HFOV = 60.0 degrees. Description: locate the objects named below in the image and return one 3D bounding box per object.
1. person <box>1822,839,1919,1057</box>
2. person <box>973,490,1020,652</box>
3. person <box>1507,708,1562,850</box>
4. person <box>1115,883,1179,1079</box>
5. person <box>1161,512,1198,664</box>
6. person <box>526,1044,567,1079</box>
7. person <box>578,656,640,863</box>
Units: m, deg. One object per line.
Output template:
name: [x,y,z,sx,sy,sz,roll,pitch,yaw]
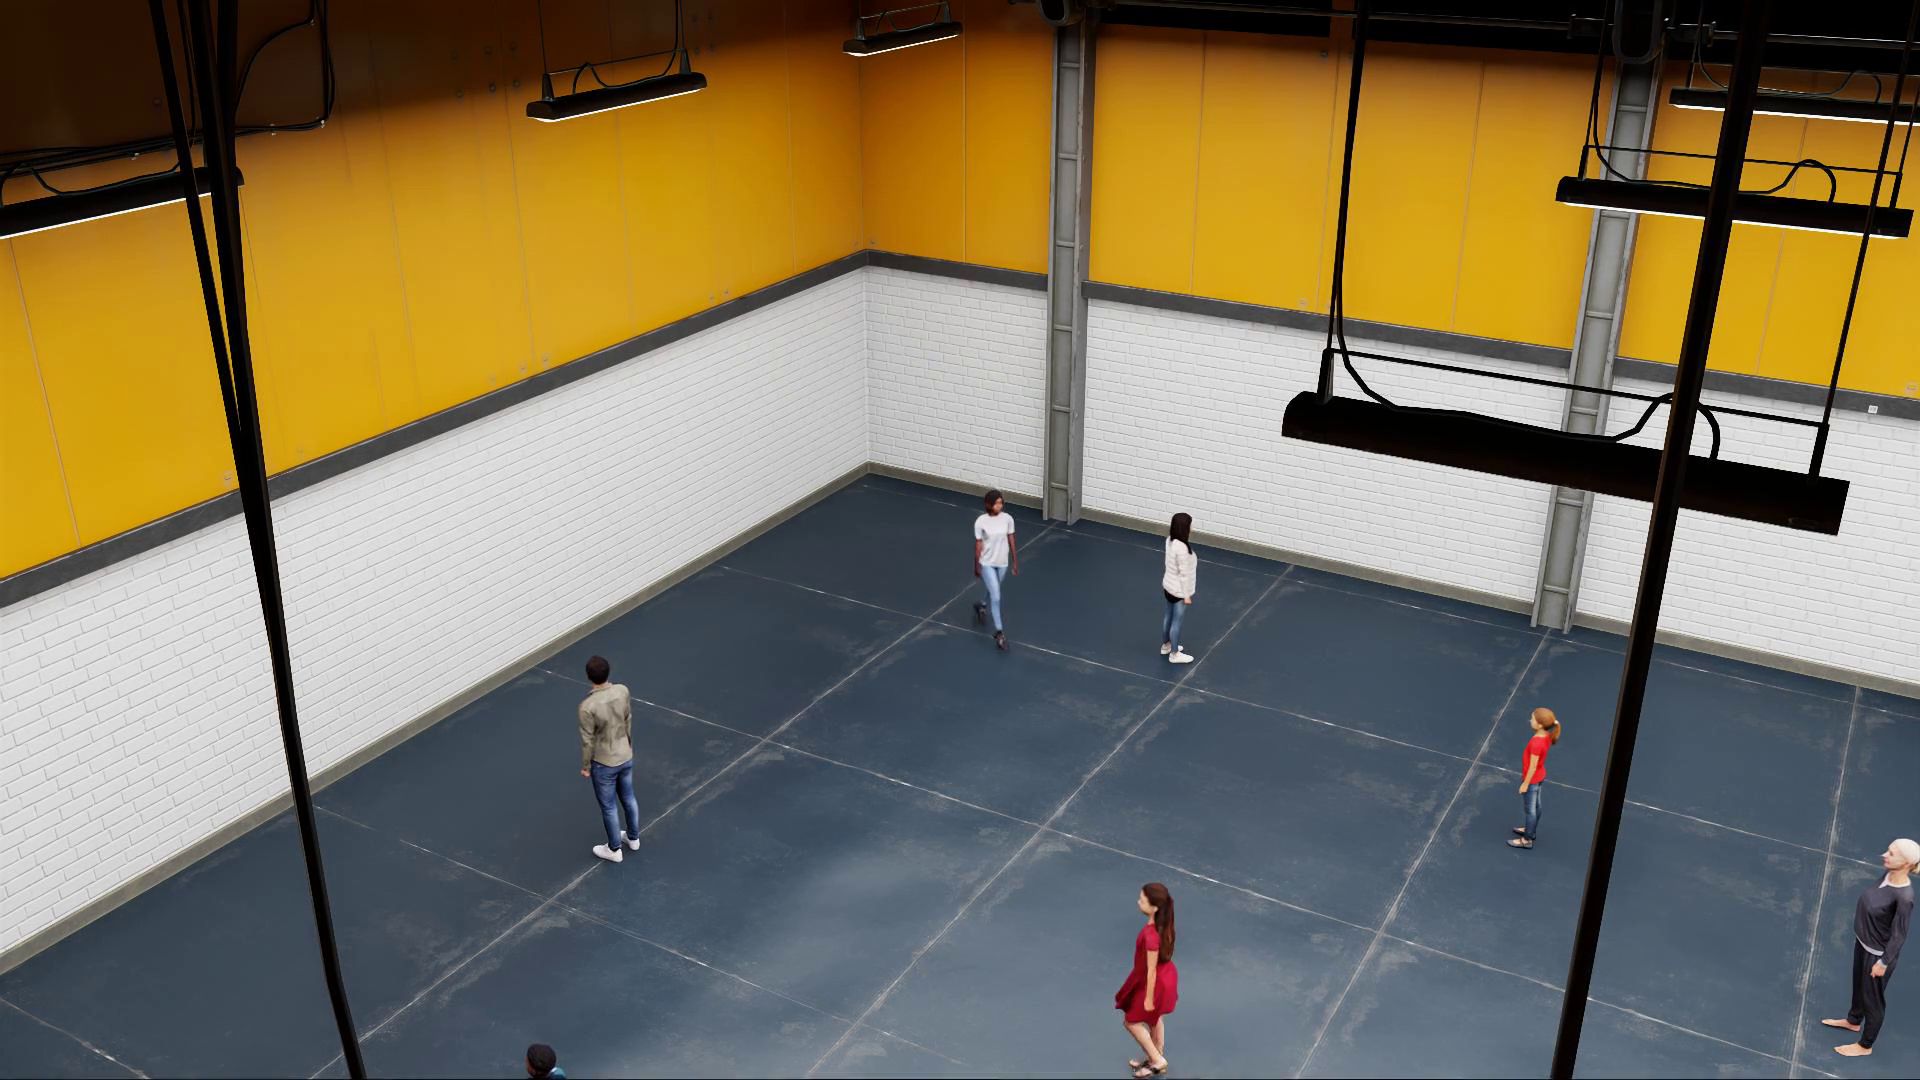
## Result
person: [6.459,2.832,11.687,0.638,1.727,0.666,4,24,9]
person: [0.328,0.255,17.640,1.047,1.679,1.212,-10,26,-22]
person: [4.874,2.007,14.094,0.502,1.311,0.486,15,28,30]
person: [1.395,3.047,11.423,0.675,1.543,0.620,8,25,18]
person: [2.247,0.475,17.190,0.759,1.638,0.696,-6,24,-15]
person: [-2.551,3.670,10.357,0.477,1.255,0.495,11,26,24]
person: [-2.904,1.816,13.836,0.628,1.867,0.729,17,29,34]
